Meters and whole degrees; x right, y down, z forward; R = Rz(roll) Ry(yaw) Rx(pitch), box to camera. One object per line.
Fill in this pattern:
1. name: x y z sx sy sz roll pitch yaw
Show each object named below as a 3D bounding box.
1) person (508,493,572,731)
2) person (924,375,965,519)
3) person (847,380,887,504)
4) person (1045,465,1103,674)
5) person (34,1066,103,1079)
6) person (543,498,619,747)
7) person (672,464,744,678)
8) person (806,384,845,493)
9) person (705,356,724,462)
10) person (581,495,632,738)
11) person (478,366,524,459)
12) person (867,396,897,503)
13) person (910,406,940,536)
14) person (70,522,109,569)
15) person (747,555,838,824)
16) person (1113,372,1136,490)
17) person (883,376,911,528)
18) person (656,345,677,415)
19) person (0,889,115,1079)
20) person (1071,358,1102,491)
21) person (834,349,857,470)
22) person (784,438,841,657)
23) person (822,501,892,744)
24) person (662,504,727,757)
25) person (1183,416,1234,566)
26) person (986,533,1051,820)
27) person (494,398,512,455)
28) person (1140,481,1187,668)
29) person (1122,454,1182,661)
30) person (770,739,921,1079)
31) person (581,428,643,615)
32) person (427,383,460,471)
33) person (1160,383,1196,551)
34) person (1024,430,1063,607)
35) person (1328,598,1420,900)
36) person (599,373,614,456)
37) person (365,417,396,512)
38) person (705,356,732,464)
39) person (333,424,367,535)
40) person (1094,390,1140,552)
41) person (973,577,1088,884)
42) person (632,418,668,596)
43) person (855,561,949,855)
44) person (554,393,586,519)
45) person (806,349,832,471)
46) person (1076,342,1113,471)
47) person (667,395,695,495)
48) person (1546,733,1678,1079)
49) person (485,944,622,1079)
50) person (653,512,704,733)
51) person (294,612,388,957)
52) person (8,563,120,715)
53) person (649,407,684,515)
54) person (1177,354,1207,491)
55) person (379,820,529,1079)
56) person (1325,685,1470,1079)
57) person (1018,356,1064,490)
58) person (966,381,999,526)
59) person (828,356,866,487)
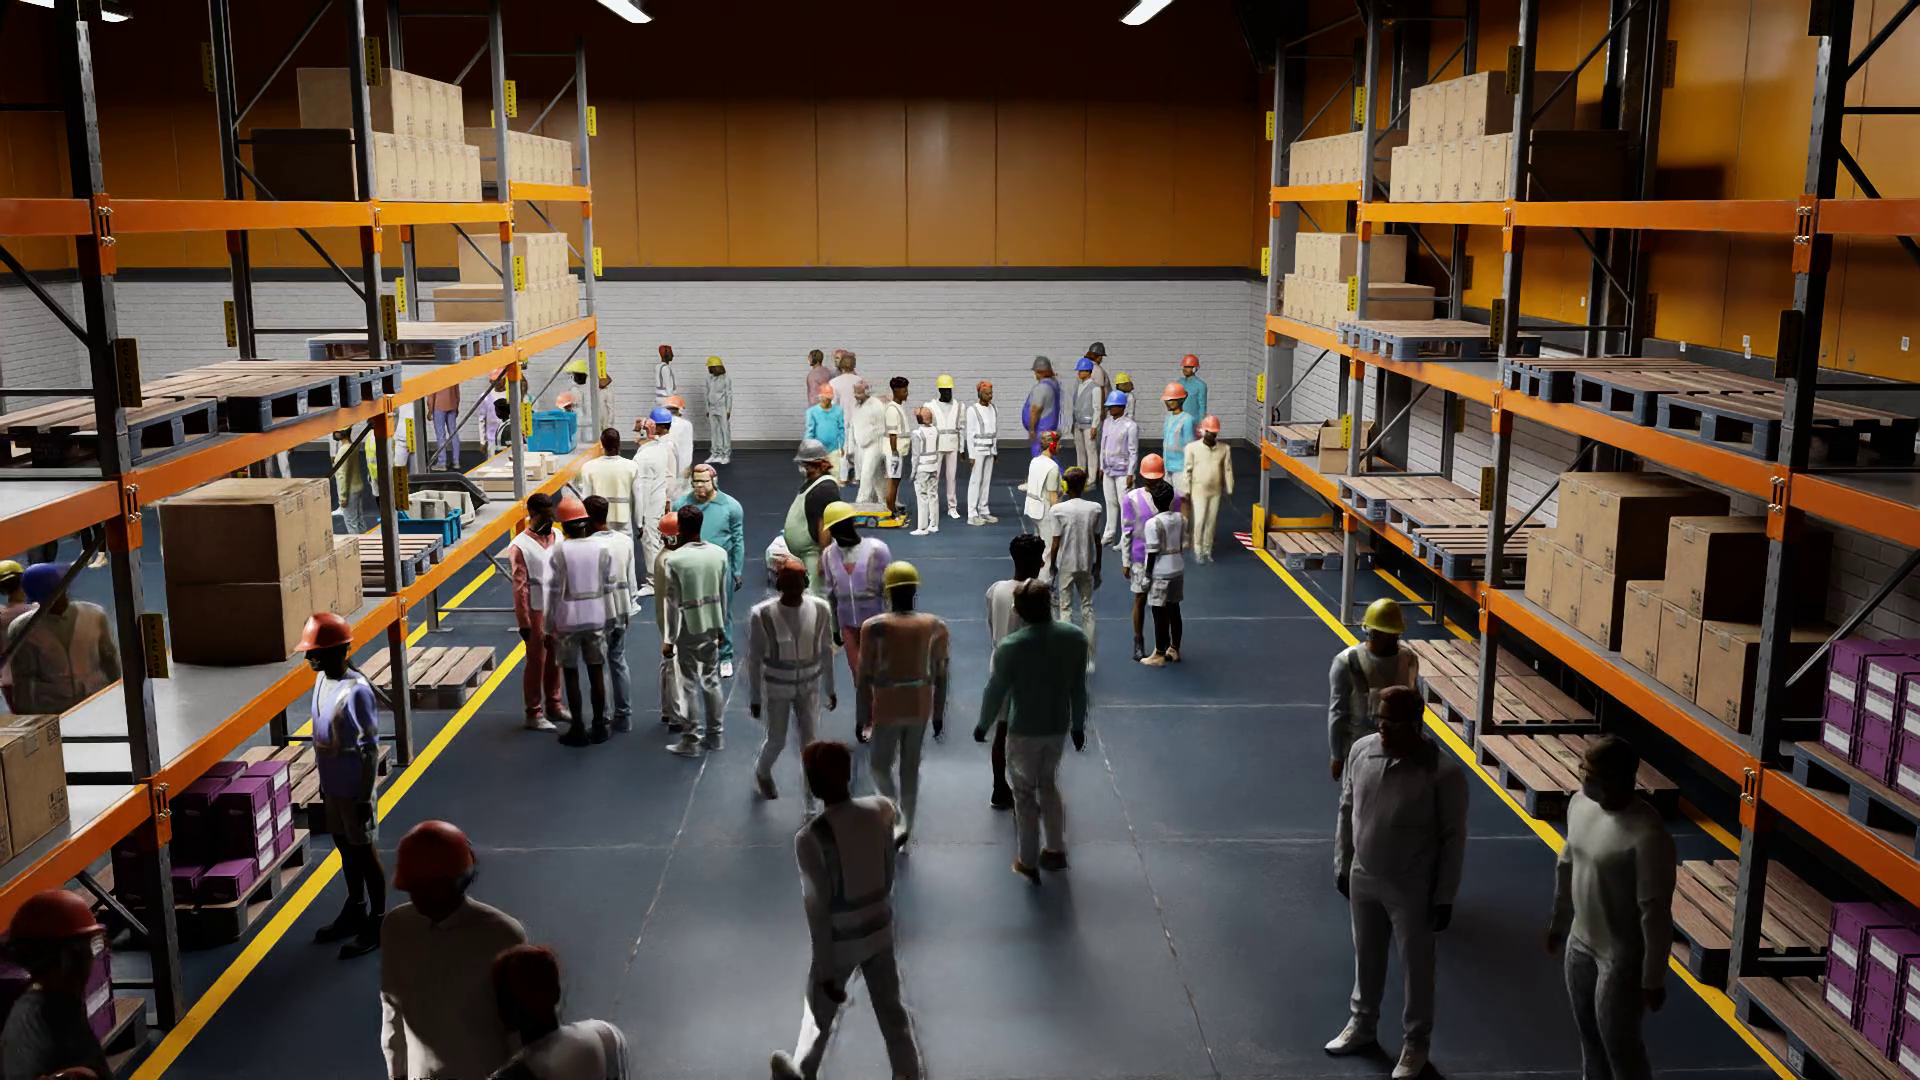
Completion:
1. person: -3.316 0.563 13.163 0.411 1.907 0.594 5 12 22
2. person: -0.207 -1.234 22.100 0.589 1.930 0.355 -3 12 -14
3. person: -1.272 -1.188 22.048 0.893 1.851 0.664 -8 14 -35
4. person: 1.011 0.275 14.696 0.535 1.864 0.309 -4 12 -19
5. person: -2.327 2.309 4.451 0.584 1.881 0.339 0 11 2
6. person: -2.928 0.629 12.810 0.572 1.919 0.416 -7 13 -30
7. person: -2.222 0.271 14.610 0.644 1.907 0.399 1 11 3
8. person: -1.843 -1.287 22.895 0.580 1.727 0.512 -5 12 -24
9. person: -3.966 -2.135 27.107 0.330 1.736 0.488 -1 11 -7
10. person: -2.770 0.596 12.984 0.405 1.909 0.597 6 13 28
11. person: -6.185 -1.363 22.468 0.615 2.039 0.391 -1 11 -5
12. person: -1.073 -1.148 22.497 0.578 1.601 0.707 -6 13 -28
13. person: -0.444 -0.872 21.019 0.308 1.636 0.524 8 14 35
14. person: -10.038 -0.510 19.053 0.541 1.696 0.315 6 13 26
15. person: -1.151 0.982 11.232 0.613 1.856 0.857 -4 12 -20
16. person: 2.396 -1.592 24.400 0.324 1.730 0.489 -4 12 -20
17. person: -0.816 -1.153 21.602 0.362 1.963 0.614 1 11 3
18. person: -4.824 -2.268 27.403 0.355 1.883 0.575 -5 12 -25
19. person: -2.852 2.099 5.340 0.405 1.956 0.681 -7 13 -31
20. person: 1.834 -1.697 24.372 0.384 1.949 0.605 -7 13 -32
21. person: -1.861 -2.058 26.289 0.409 1.908 0.639 -6 13 -28
22. person: -1.355 0.061 15.328 0.535 2.000 0.688 -2 11 -11
23. person: -0.784 0.633 12.886 0.645 1.867 0.416 3 12 17
24. person: -1.978 0.683 12.552 0.396 1.908 0.600 8 14 36
25. person: 2.908 -0.567 19.229 0.580 1.733 0.557 -2 12 -12
26. person: 0.412 0.917 11.260 0.372 1.958 0.599 -9 14 -37
27. person: -5.847 -0.995 21.499 0.319 1.693 0.532 -5 12 -23
28. person: 1.829 0.305 14.970 0.321 1.695 0.530 11 15 42
29. person: 1.751 0.160 15.134 0.550 1.925 0.392 -1 11 -4
30. person: -0.482 1.762 7.365 0.617 1.827 1.052 -9 15 -39
31. person: -3.505 -0.173 16.817 0.591 1.914 0.383 -1 11 -7
32. person: -8.156 -2.093 26.242 0.381 1.994 0.617 7 13 32
33. person: 2.577 -0.877 20.027 0.391 2.039 0.615 -4 12 -21
34. person: 0.878 -0.220 17.257 0.394 1.836 0.560 -4 12 -19
35. person: 2.489 1.236 9.965 0.609 1.826 0.404 -4 12 -19
36. person: -5.486 -1.796 25.660 0.279 1.633 0.498 -8 14 -34
37. person: -7.137 -0.799 20.523 0.534 1.694 0.320 9 15 39
38. person: -3.910 -2.096 26.890 0.487 1.744 0.312 6 13 28
39. person: -7.031 -0.549 19.106 0.338 1.761 0.524 -1 11 -3
40. person: 1.896 -0.838 20.068 0.390 1.949 0.602 -8 14 -35
41. person: 0.436 1.149 10.171 0.649 1.921 0.521 -7 13 -31
42. person: -3.339 -0.358 17.766 0.408 1.909 0.642 1 11 6
43. person: -0.365 1.084 10.553 0.616 1.896 0.528 -4 12 -18
44. person: -5.106 -1.068 21.807 0.815 1.721 0.555 7 13 31
45. person: -2.222 -2.013 25.984 0.368 1.940 0.632 4 12 19
46. person: 2.153 -2.115 26.238 0.536 2.000 0.677 -5 12 -24
47. person: -3.642 -0.995 21.417 0.578 1.716 0.623 5 12 25
48. person: 2.777 1.754 7.132 0.384 1.926 0.658 -3 12 -13
49. person: -1.233 2.159 5.284 0.570 1.861 0.671 6 13 27
50. person: -2.236 0.643 13.131 0.324 1.752 0.562 -4 12 -20
51. person: -3.415 1.339 9.178 0.376 1.935 0.550 -11 16 -43
52. person: -5.743 1.050 10.717 0.640 1.900 0.506 -9 14 -37
53. person: -3.246 -0.498 18.362 0.399 1.945 0.615 -2 11 -10
54. person: 3.347 -1.725 24.389 0.375 1.997 0.612 -9 14 -38
55. person: -1.822 1.950 6.009 0.639 1.986 0.415 3 12 16
56. person: 2.054 1.611 7.893 0.400 1.907 0.644 -10 15 -41
57. person: 1.225 -1.681 24.060 0.825 2.000 0.692 5 12 24
58. person: 0.299 -1.138 21.732 0.337 1.882 0.583 9 14 37
59. person: -1.668 -1.760 24.714 0.635 1.937 0.352 -6 13 -27
